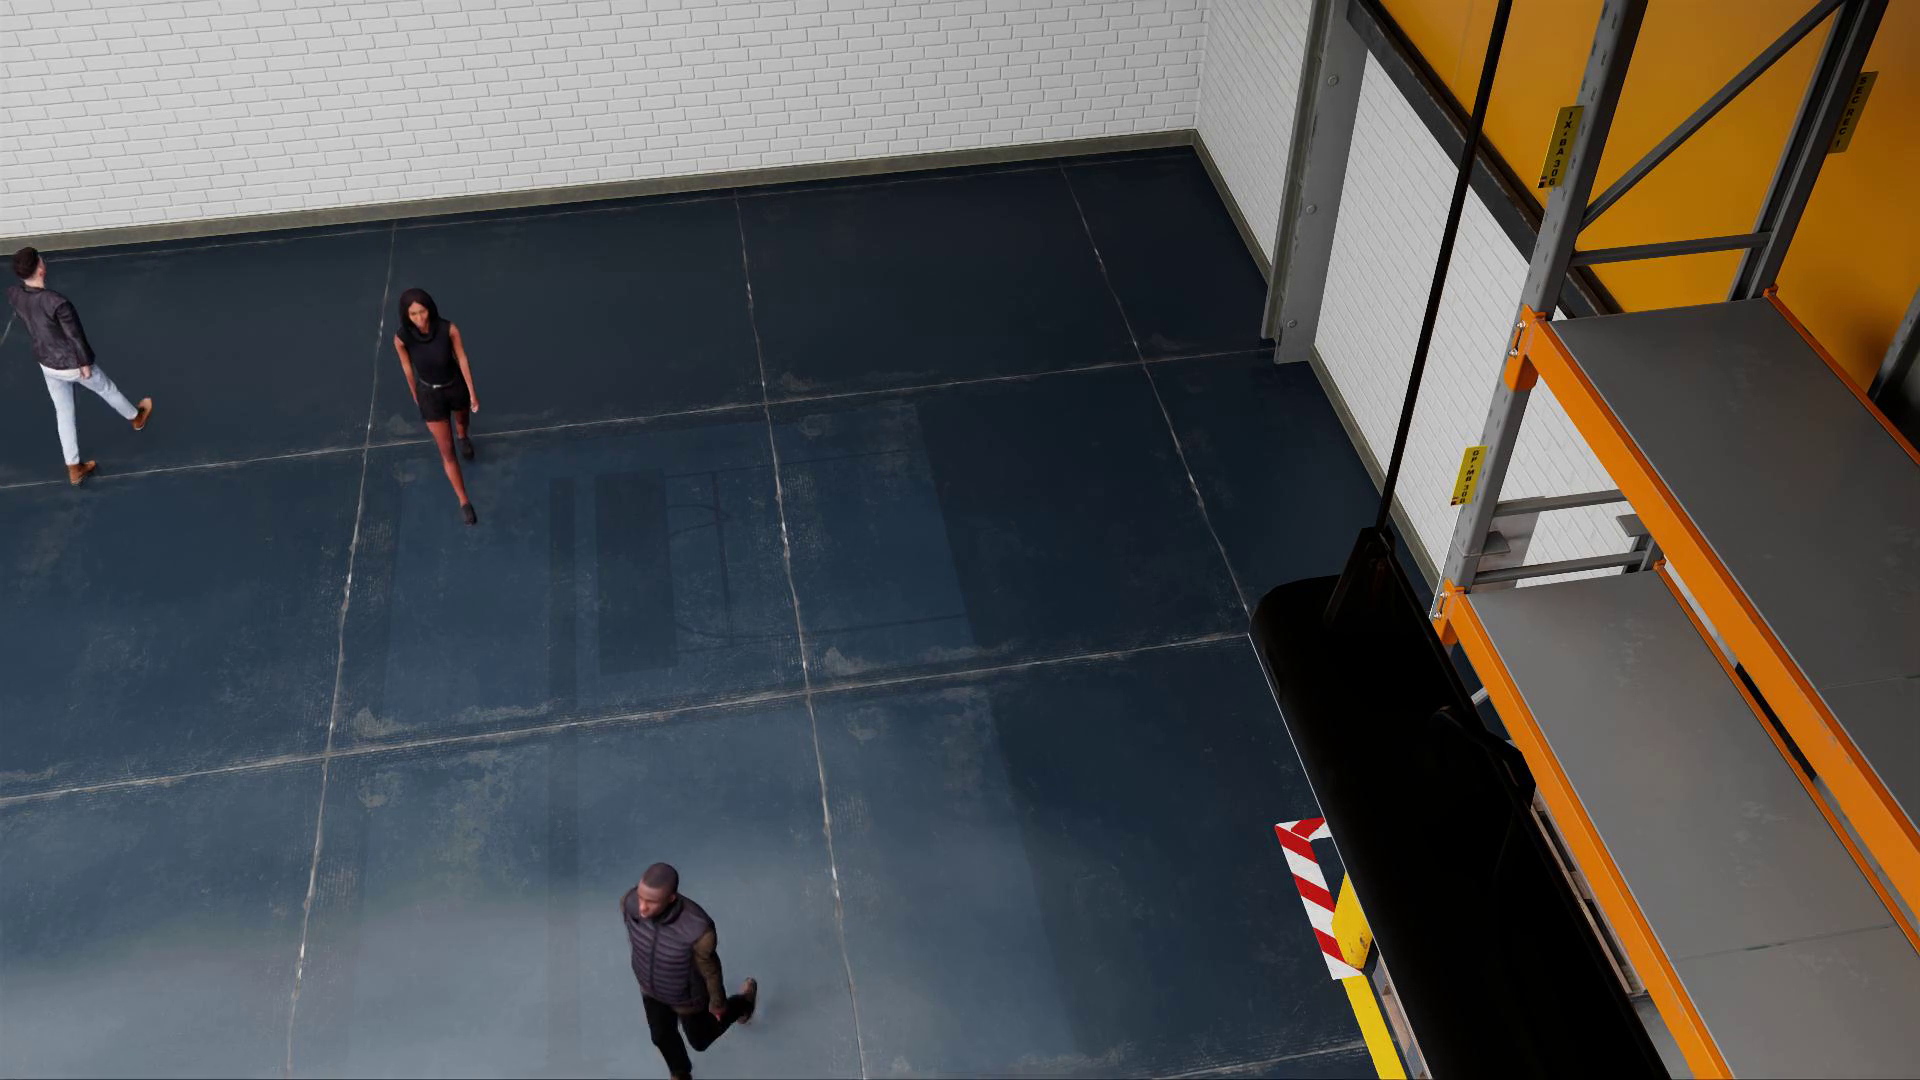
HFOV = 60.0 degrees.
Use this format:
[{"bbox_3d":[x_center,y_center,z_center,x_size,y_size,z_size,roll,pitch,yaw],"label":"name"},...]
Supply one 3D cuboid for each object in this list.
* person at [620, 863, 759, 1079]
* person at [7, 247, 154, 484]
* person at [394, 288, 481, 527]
[{"bbox_3d":[-1.336,2.129,8.182,1.063,1.819,1.155,22,48,21],"label":"person"},{"bbox_3d":[-6.332,-1.186,11.676,0.945,1.800,1.230,7,44,8],"label":"person"},{"bbox_3d":[-3.598,-1.051,11.616,0.807,1.688,1.282,-16,46,-16],"label":"person"}]
